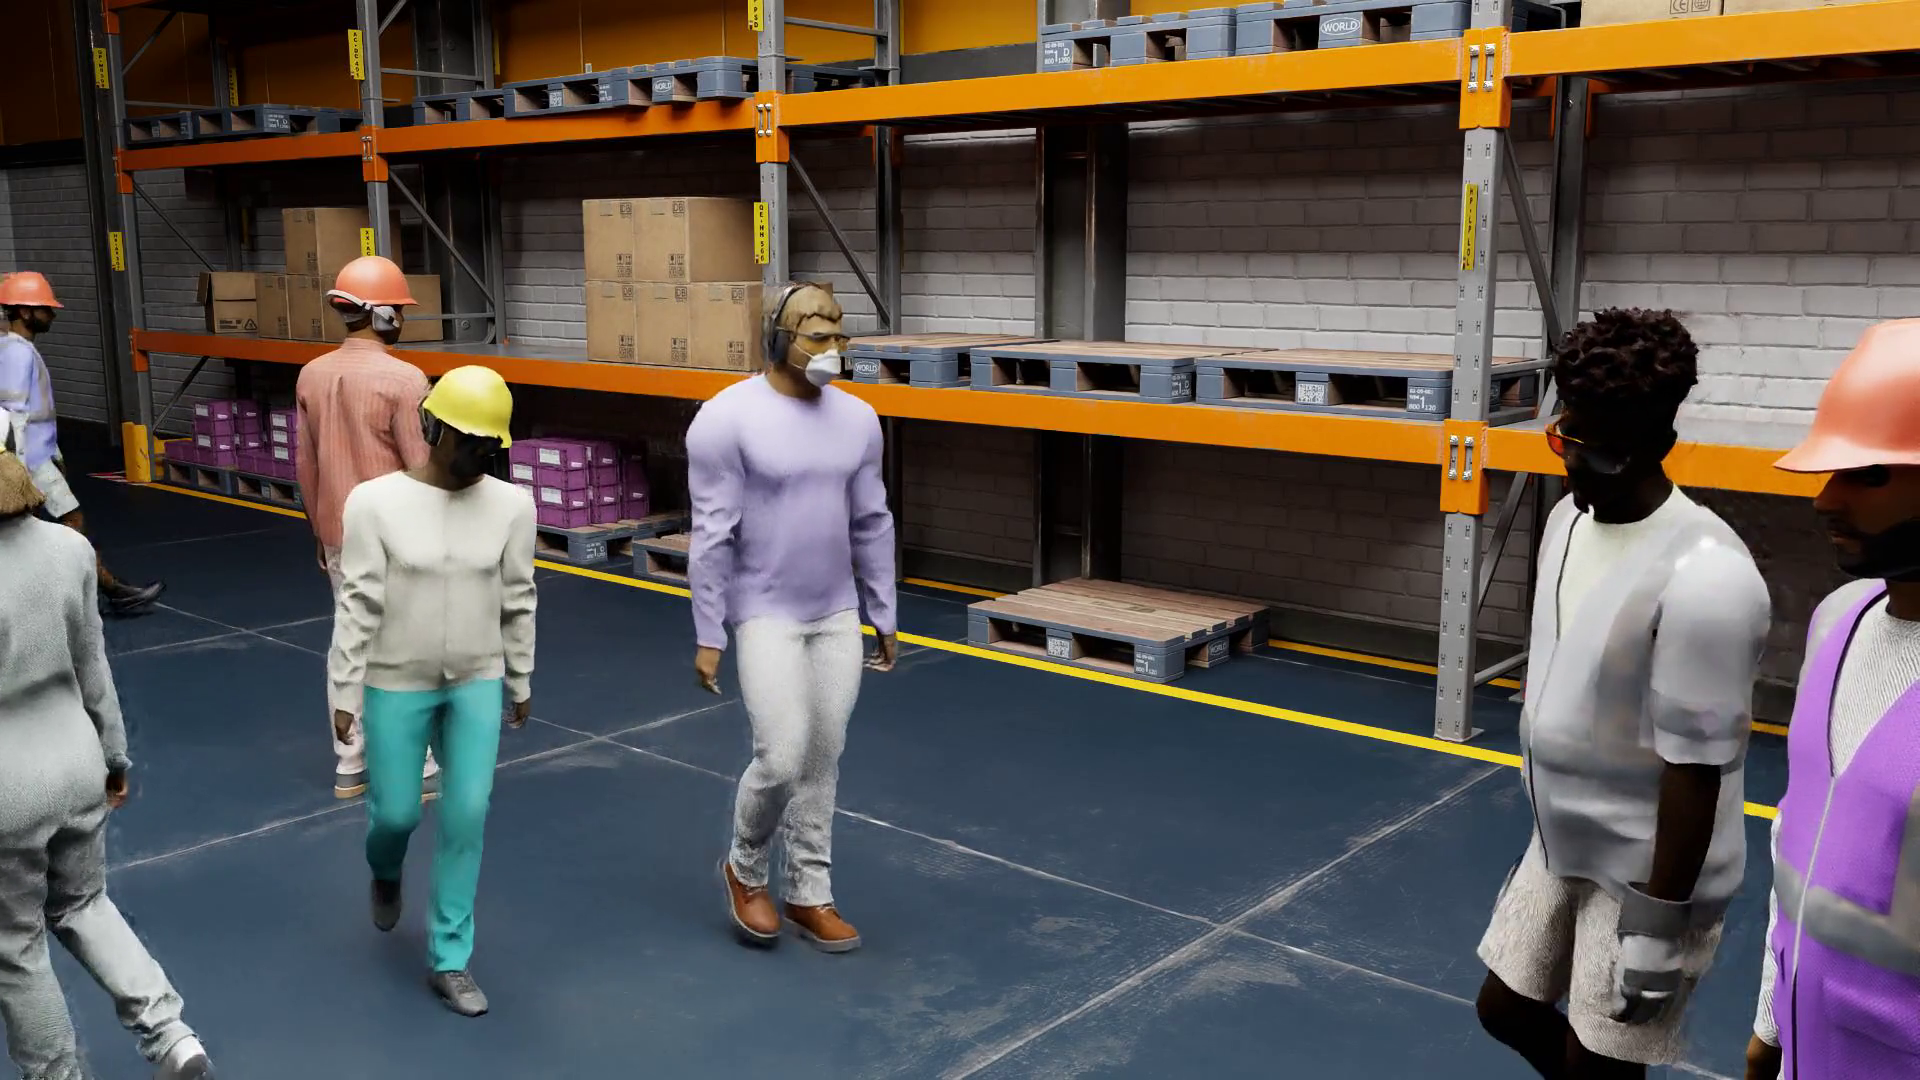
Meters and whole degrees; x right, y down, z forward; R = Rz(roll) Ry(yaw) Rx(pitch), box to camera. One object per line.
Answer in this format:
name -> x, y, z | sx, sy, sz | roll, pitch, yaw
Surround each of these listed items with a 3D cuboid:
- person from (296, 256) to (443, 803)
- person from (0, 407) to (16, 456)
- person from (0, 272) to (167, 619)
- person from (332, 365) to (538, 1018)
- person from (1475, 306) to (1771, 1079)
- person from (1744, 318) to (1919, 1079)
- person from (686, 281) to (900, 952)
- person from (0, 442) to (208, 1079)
person -> -2.114, -0.029, 6.074 | 0.623, 1.992, 0.396 | 5, 11, 25
person -> -3.091, 0.210, 4.963 | 0.439, 1.902, 0.630 | 10, 14, 44
person -> -4.835, -0.467, 8.859 | 0.961, 1.888, 0.573 | -7, 12, -34
person -> -1.445, 0.376, 4.533 | 0.578, 1.721, 0.626 | -6, 12, -32
person -> 1.172, 0.552, 2.975 | 0.441, 1.930, 0.636 | -1, 10, -6
person -> 1.191, 0.687, 2.164 | 0.371, 1.935, 0.551 | -1, 10, -5
person -> -0.448, 0.237, 4.737 | 0.659, 1.928, 0.420 | -9, 13, -42
person -> -1.993, 0.539, 3.599 | 0.508, 1.718, 0.512 | 4, 11, 22
